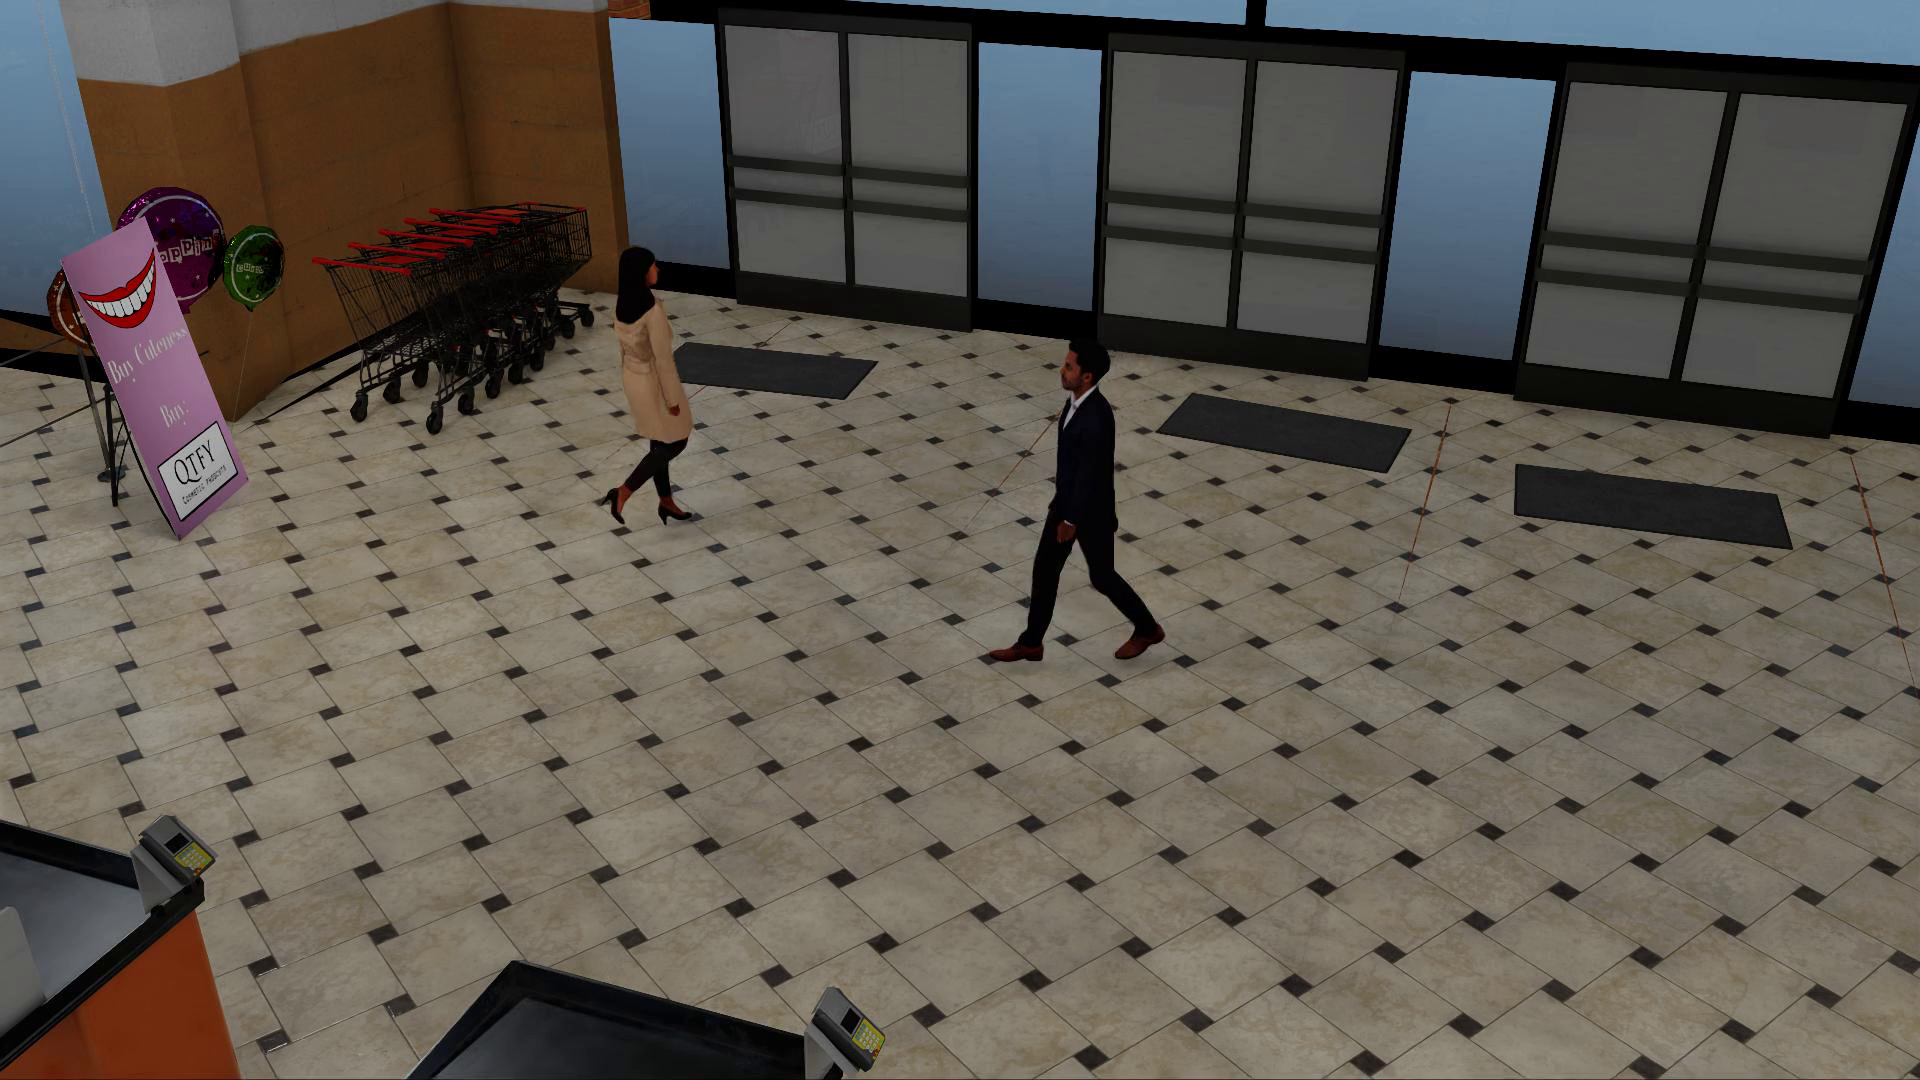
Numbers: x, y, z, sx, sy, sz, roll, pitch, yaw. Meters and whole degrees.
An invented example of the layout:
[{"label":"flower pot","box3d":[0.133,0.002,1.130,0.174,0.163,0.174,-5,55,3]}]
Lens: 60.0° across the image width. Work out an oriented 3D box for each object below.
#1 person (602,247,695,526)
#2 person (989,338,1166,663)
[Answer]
[{"label":"person","box3d":[-1.805,-0.799,9.366,0.968,1.670,0.884,-19,33,-33]},{"label":"person","box3d":[0.686,-0.127,8.018,1.096,1.689,1.146,-7,28,-13]}]
